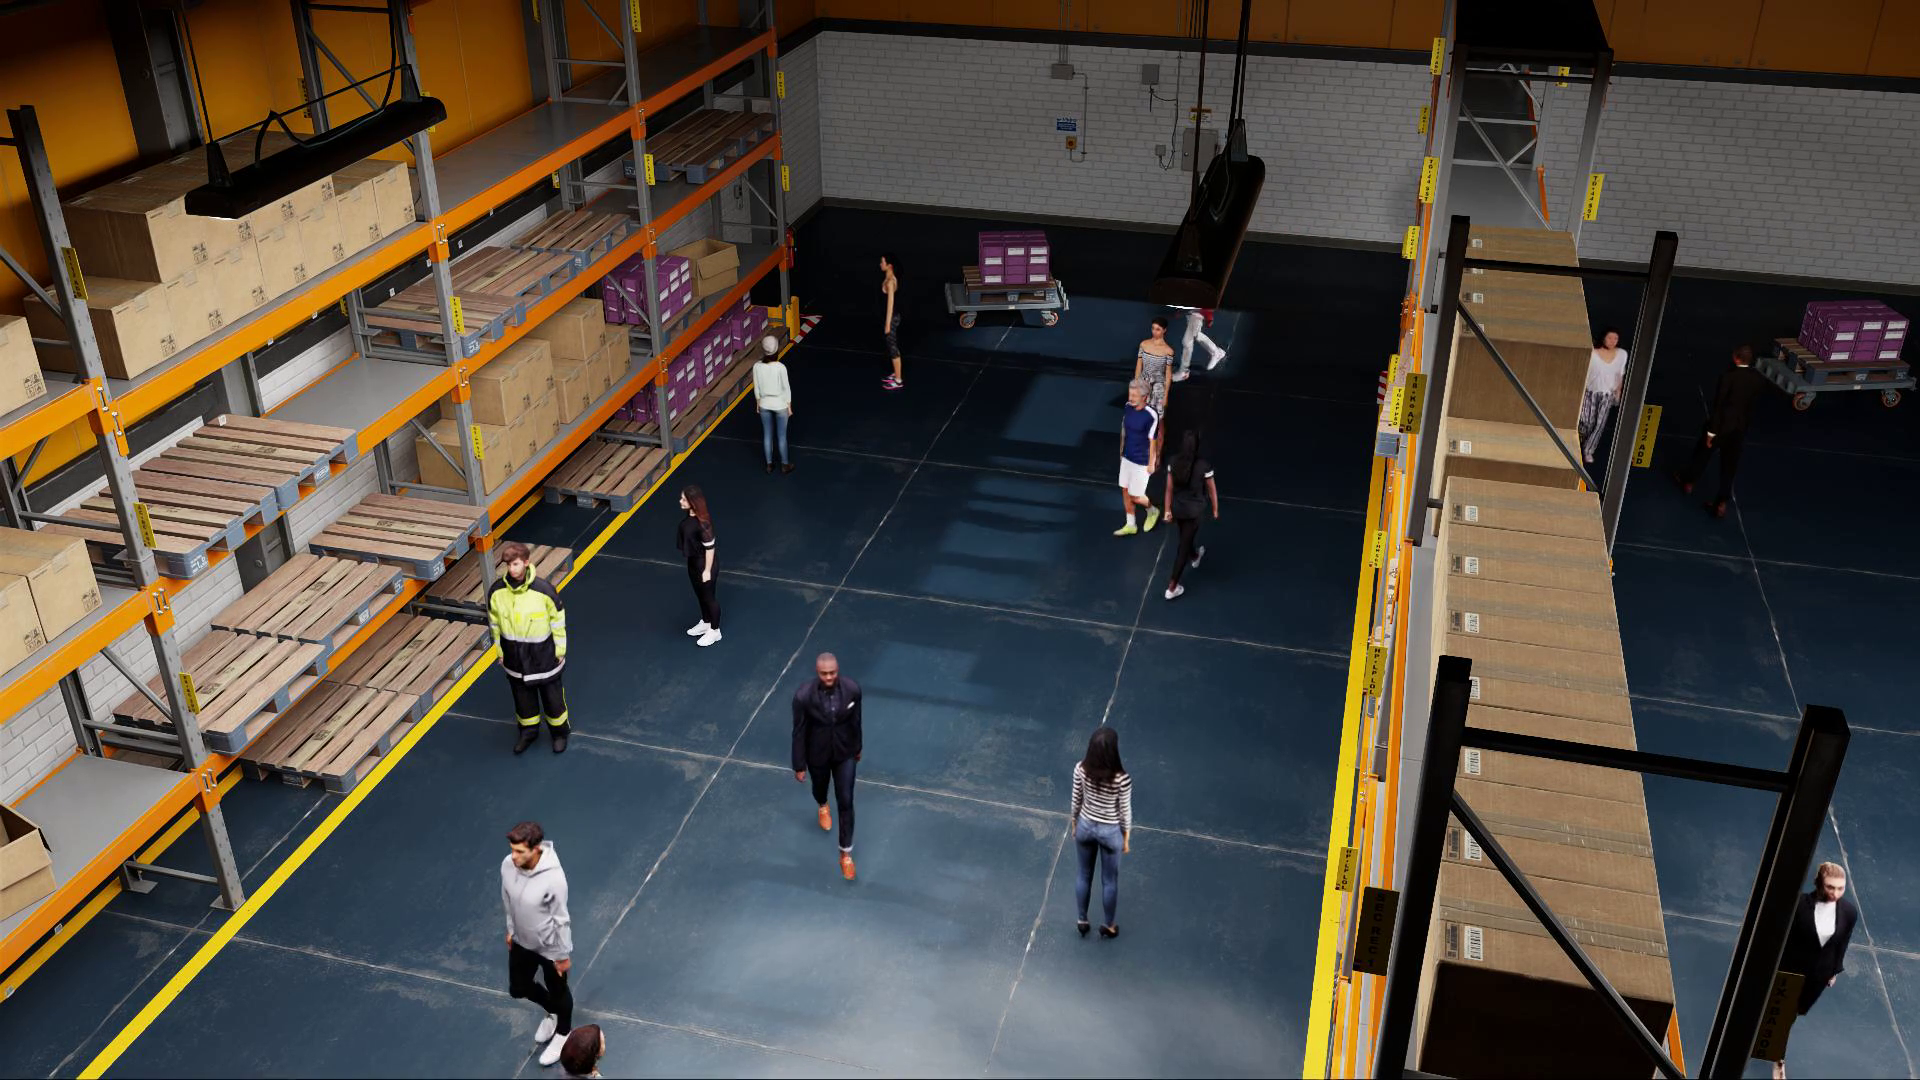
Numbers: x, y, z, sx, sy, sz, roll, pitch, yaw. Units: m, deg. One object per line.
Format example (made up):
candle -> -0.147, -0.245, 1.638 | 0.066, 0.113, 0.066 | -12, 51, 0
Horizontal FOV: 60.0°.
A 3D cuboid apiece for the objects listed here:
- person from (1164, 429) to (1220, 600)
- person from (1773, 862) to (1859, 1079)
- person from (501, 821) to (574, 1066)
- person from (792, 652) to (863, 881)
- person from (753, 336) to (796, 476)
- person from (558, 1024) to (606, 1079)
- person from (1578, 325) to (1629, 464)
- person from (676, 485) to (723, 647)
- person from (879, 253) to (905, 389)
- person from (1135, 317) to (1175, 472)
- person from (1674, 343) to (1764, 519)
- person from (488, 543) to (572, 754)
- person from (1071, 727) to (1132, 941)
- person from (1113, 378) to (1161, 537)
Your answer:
person -> 2.181, -0.218, 16.206 | 0.890, 1.689, 1.235 | 18, 34, 30
person -> 5.445, 2.744, 10.779 | 0.687, 1.686, 1.001 | 4, 29, 7
person -> -2.680, 2.553, 10.884 | 0.753, 1.921, 0.722 | 13, 31, 23
person -> -1.008, 1.609, 12.765 | 1.071, 1.776, 1.314 | -6, 29, -10
person -> -2.087, -1.518, 18.625 | 0.570, 1.654, 0.500 | 6, 29, 11
person -> -2.100, 3.489, 9.336 | 0.658, 1.759, 0.652 | 14, 31, 23
person -> 7.237, -1.696, 18.941 | 0.762, 1.664, 0.763 | 1, 29, 2
person -> -2.405, 0.217, 15.461 | 0.770, 1.638, 0.712 | -16, 32, -26
person -> -0.847, -2.755, 20.818 | 0.681, 1.725, 0.563 | -2, 29, -3
person -> 2.178, -1.650, 18.691 | 0.645, 1.822, 0.616 | 16, 32, 26
person -> 8.205, -1.128, 17.691 | 1.006, 1.865, 1.248 | -3, 29, -6
person -> -3.570, 0.889, 13.871 | 0.827, 1.980, 0.729 | 1, 29, 2
person -> 0.995, 2.103, 11.840 | 0.606, 1.795, 0.547 | 12, 31, 21
person -> 1.907, -0.855, 17.236 | 0.900, 1.820, 0.839 | -19, 34, -30
